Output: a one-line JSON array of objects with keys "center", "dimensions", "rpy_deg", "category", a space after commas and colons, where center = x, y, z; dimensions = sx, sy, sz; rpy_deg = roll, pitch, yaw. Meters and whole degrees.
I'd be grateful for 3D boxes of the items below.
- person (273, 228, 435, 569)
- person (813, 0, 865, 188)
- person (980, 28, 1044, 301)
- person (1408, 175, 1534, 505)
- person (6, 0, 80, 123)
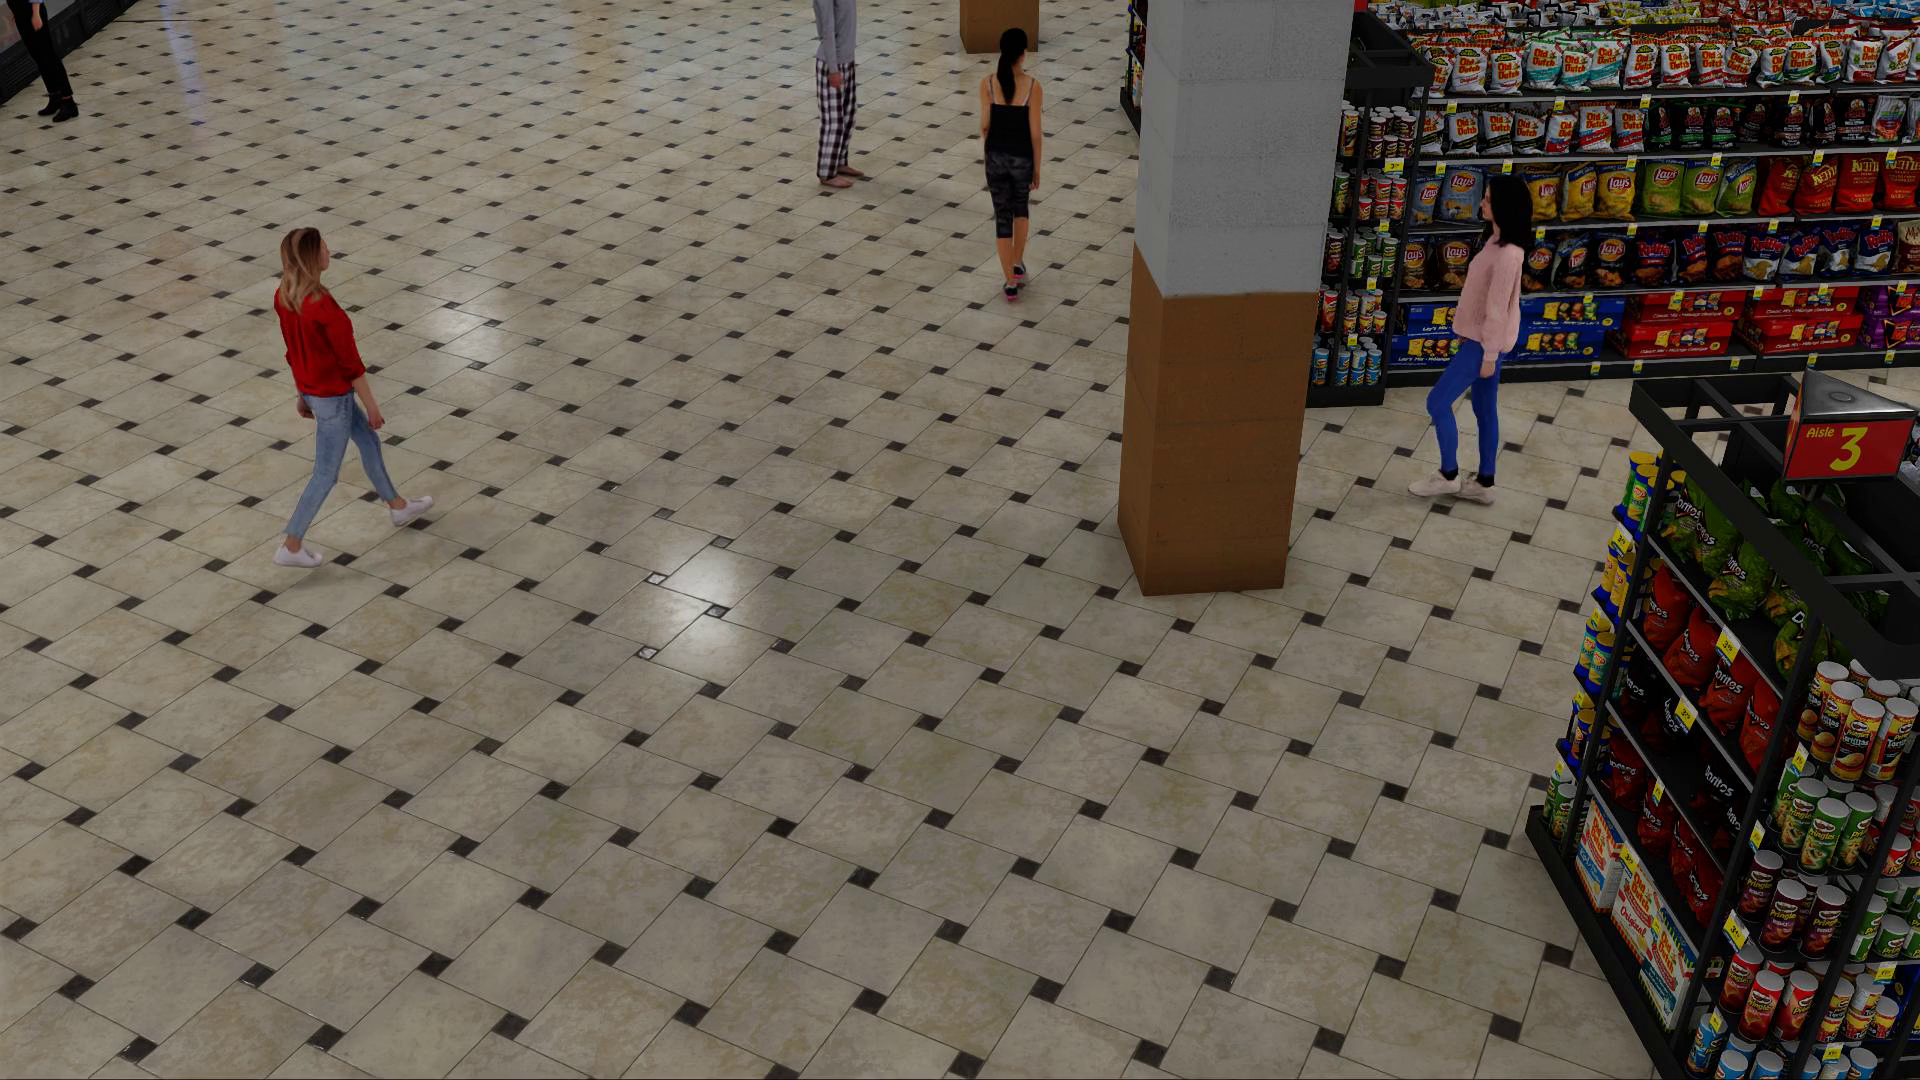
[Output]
[{"center": [-3.054, -0.622, 7.901], "dimensions": [1.130, 1.663, 1.172], "rpy_deg": [23, 39, 32], "category": "person"}, {"center": [-0.941, -3.609, 12.532], "dimensions": [0.670, 1.844, 0.700], "rpy_deg": [10, 33, 15], "category": "person"}, {"center": [0.305, -2.360, 10.653], "dimensions": [0.735, 1.707, 0.684], "rpy_deg": [3, 32, 4], "category": "person"}, {"center": [2.732, -0.957, 8.357], "dimensions": [0.818, 1.751, 0.787], "rpy_deg": [12, 34, 18], "category": "person"}, {"center": [-7.760, -4.389, 13.879], "dimensions": [0.724, 1.744, 0.780], "rpy_deg": [25, 39, 34], "category": "person"}]
